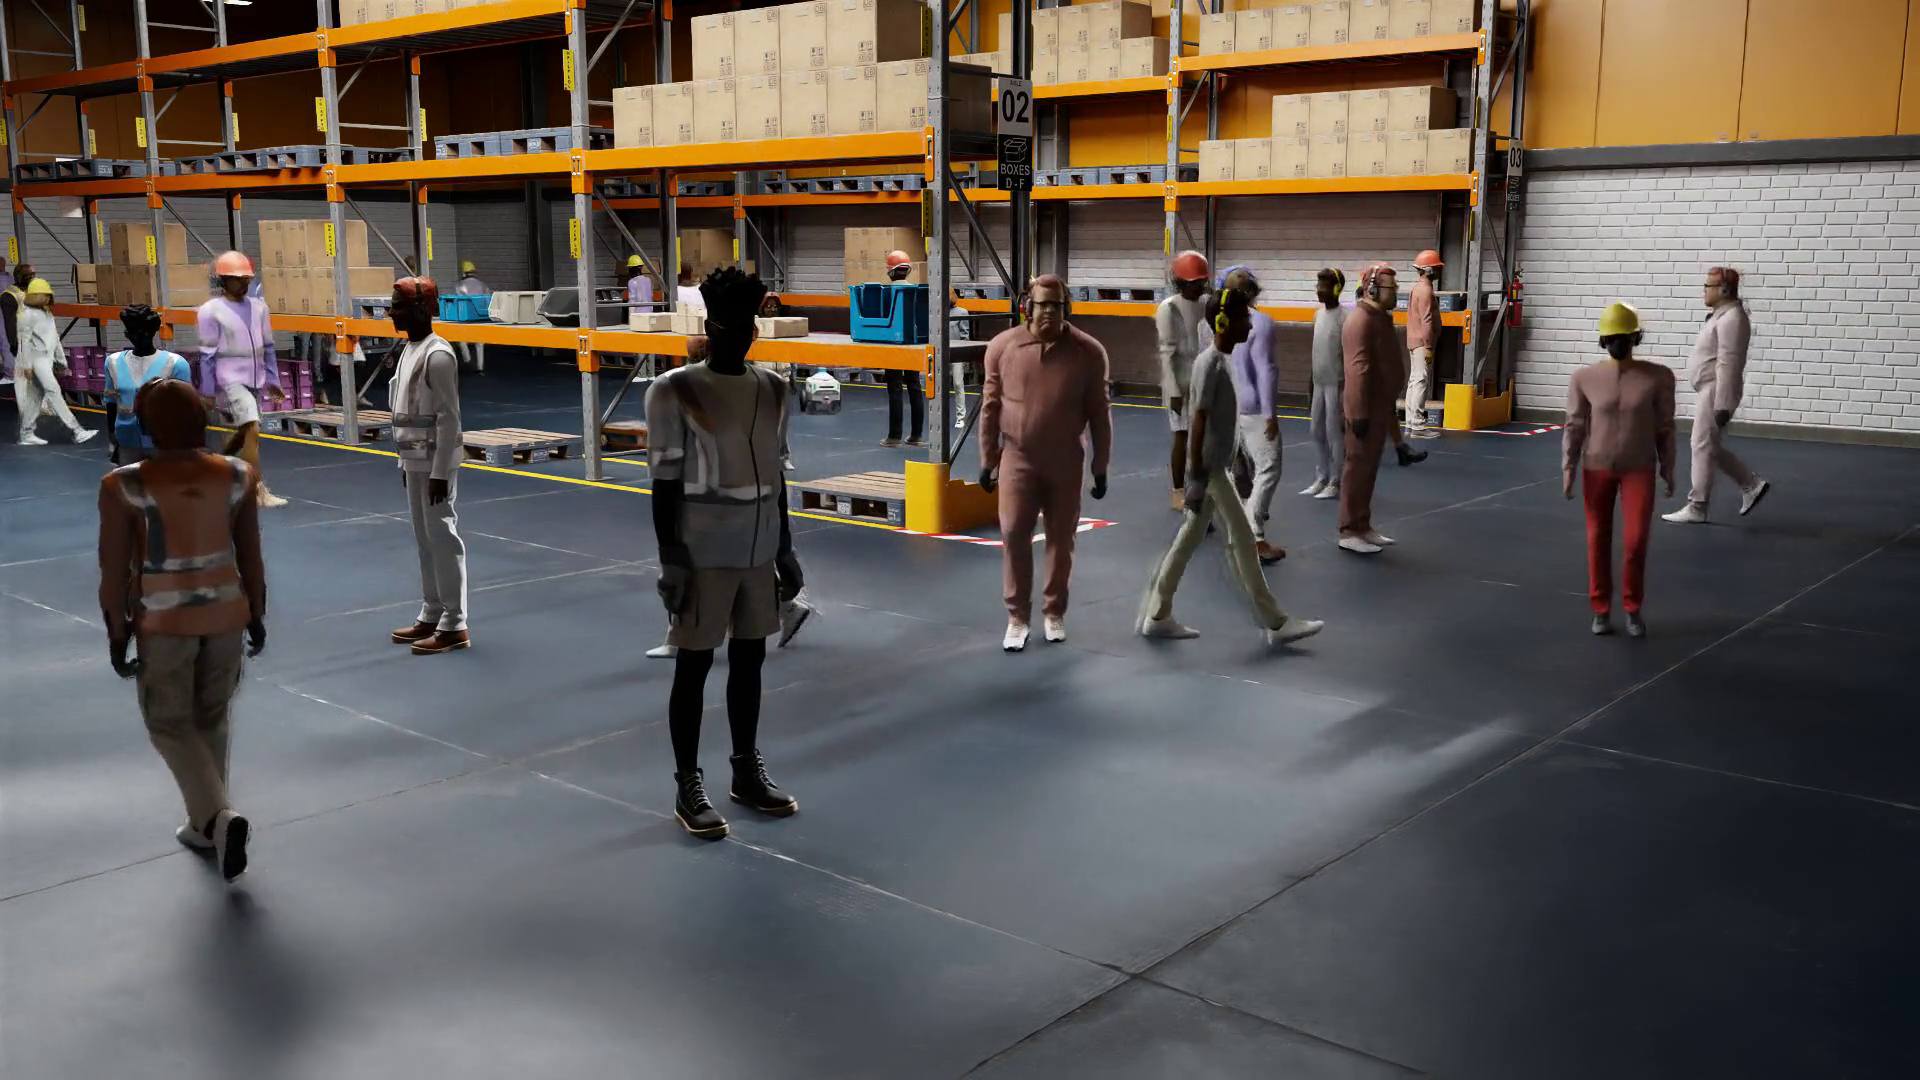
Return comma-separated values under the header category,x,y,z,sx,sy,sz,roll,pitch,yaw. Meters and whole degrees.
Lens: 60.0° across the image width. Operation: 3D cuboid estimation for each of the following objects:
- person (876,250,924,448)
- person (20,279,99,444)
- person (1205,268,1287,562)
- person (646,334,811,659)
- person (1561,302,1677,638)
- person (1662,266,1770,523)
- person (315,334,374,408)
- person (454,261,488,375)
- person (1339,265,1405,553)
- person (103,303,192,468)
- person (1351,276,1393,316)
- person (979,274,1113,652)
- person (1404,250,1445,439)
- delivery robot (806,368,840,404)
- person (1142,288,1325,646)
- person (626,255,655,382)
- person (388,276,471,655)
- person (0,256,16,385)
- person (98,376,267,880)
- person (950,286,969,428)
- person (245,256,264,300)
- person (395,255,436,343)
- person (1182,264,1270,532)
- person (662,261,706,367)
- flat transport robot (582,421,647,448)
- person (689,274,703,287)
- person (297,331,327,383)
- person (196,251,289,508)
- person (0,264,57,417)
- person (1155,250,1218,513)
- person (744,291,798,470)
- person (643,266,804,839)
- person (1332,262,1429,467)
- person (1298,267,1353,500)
category,x,y,z,sx,sy,sz,roll,pitch,yaw
person,-0.605,-1.934,16.918,0.608,1.996,0.382,-7,12,-36
person,-9.315,-1.816,17.064,0.873,1.693,0.508,-1,10,-3
person,1.851,-0.815,10.854,0.372,1.885,0.748,-5,11,-26
person,-1.152,-0.217,8.226,0.778,1.607,0.514,-1,10,-5
person,3.405,-0.352,8.616,0.554,1.740,0.461,5,11,25
person,5.571,-1.047,12.158,0.624,1.892,0.660,4,11,22
person,-7.877,-2.517,21.167,0.803,1.662,0.539,4,11,22
person,-7.797,-3.532,26.518,0.594,1.820,0.425,-8,13,-40
person,2.771,-0.877,11.159,0.403,1.906,0.651,5,11,27
person,-4.933,-0.591,10.133,0.532,1.694,0.319,-1,10,-4
person,4.029,-1.753,16.551,0.526,1.765,0.329,-1,10,-7
person,0.424,-0.379,8.376,0.683,1.883,0.712,1,10,4
person,4.955,-2.081,17.756,0.375,1.997,0.611,1,10,4
delivery robot,-1.687,-1.874,20.409,0.477,0.478,0.707,-2,10,-13
person,1.382,-0.360,8.468,0.961,1.812,0.551,3,10,16
person,-4.867,-3.352,25.227,0.401,1.919,0.588,4,11,21
person,-2.684,-0.374,8.362,0.352,1.883,0.580,-7,12,-34
person,-14.259,-3.265,24.757,0.409,1.908,0.640,-2,10,-9
person,-2.465,0.285,5.365,0.677,1.620,0.521,9,13,42
person,-0.139,-2.070,18.755,0.510,1.622,0.295,3,10,18
person,-10.291,-3.135,23.998,0.556,1.915,0.583,-6,12,-32
person,-7.919,-3.178,24.202,0.661,1.925,0.425,-4,11,-23
person,1.934,-1.022,11.976,0.937,1.914,0.628,-6,12,-31
person,-3.137,-2.324,19.503,0.746,1.884,0.502,-6,12,-31
flat transport robot,-3.159,-1.056,16.832,1.431,0.197,0.652,8,13,40
person,-4.112,-3.310,25.819,0.286,1.625,0.497,8,13,39
person,-9.672,-3.133,24.784,0.284,1.632,0.497,7,12,35
person,-5.710,-1.260,13.075,0.963,2.013,0.611,4,11,24
person,-11.154,-2.383,19.945,0.429,1.836,0.626,2,10,9
person,1.751,-1.168,12.528,0.658,2.007,0.475,-8,12,-37
person,-1.718,-1.430,15.085,0.517,1.634,0.311,-6,12,-30
person,-0.808,0.037,5.805,0.375,1.959,0.600,10,14,44
person,3.882,-1.614,15.402,0.568,1.883,0.975,-9,14,-43
person,2.975,-1.262,13.452,0.313,1.869,0.531,-5,11,-24
